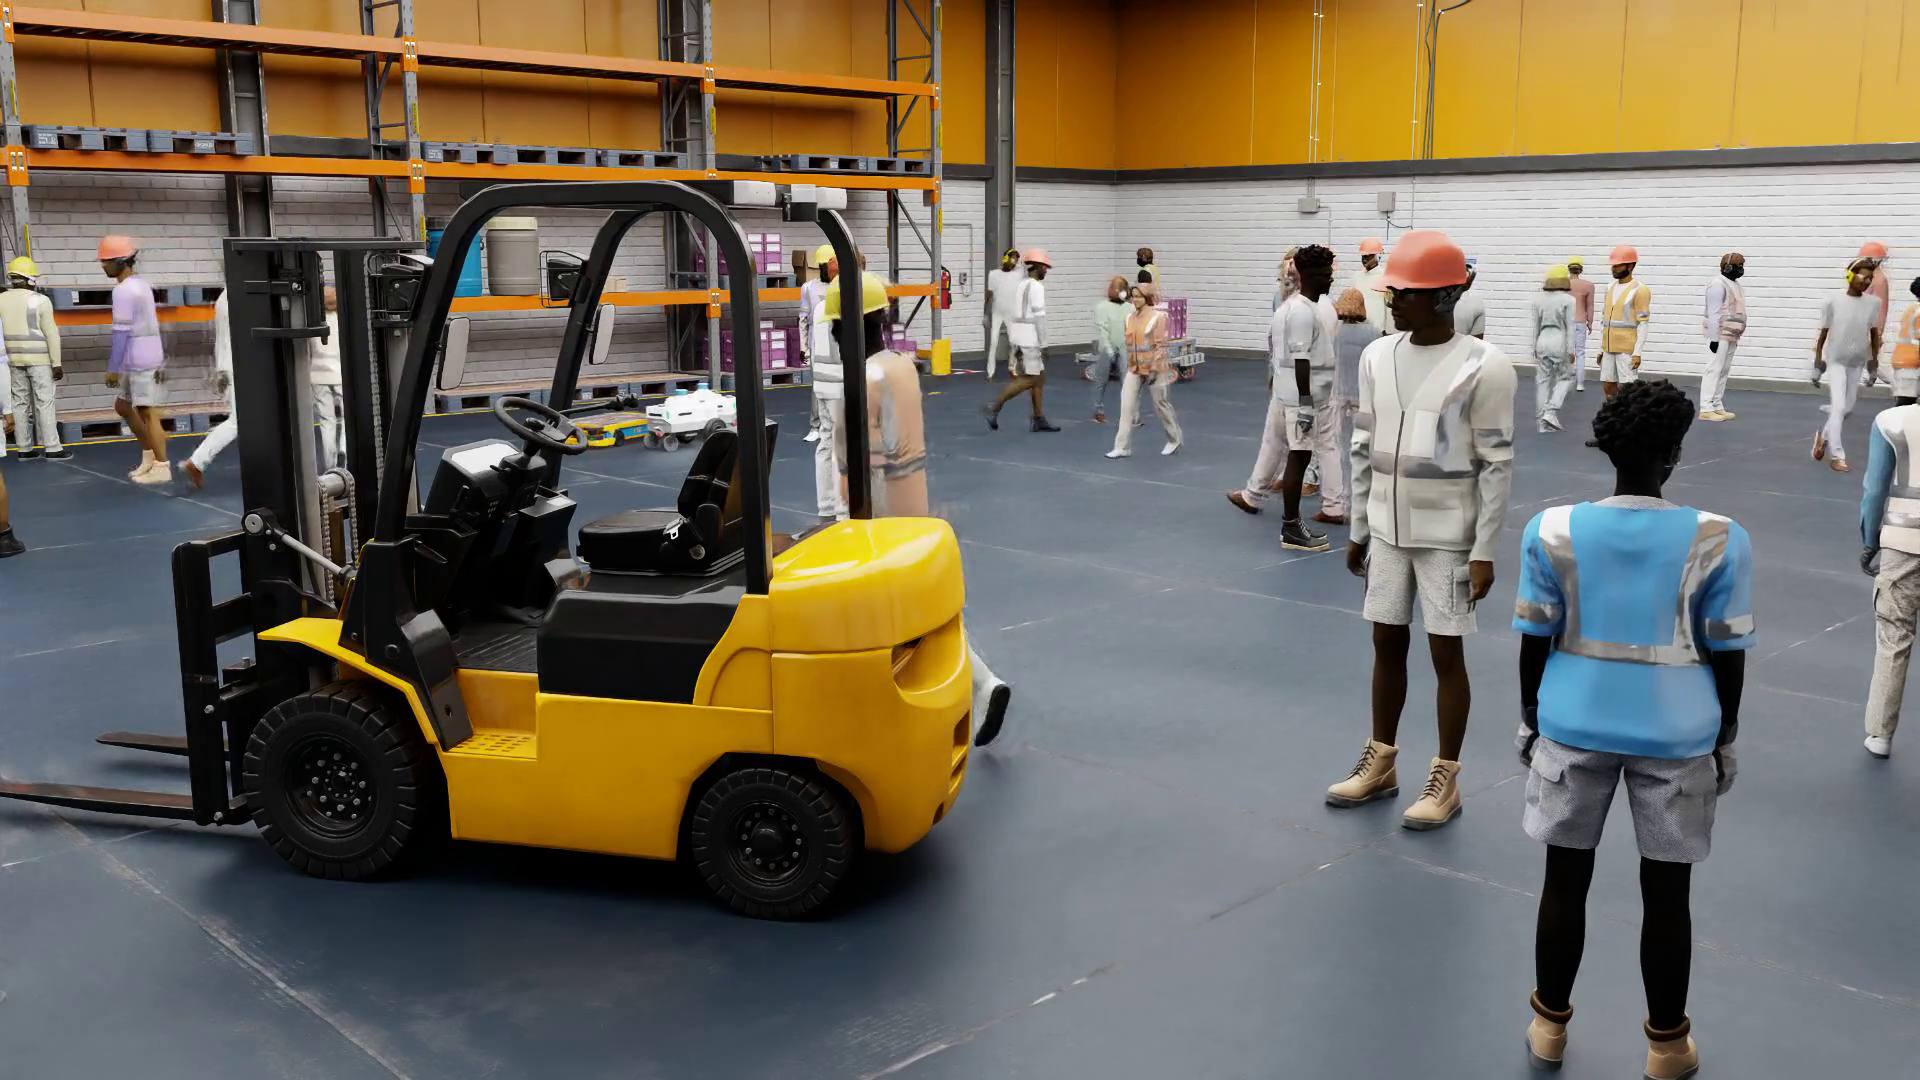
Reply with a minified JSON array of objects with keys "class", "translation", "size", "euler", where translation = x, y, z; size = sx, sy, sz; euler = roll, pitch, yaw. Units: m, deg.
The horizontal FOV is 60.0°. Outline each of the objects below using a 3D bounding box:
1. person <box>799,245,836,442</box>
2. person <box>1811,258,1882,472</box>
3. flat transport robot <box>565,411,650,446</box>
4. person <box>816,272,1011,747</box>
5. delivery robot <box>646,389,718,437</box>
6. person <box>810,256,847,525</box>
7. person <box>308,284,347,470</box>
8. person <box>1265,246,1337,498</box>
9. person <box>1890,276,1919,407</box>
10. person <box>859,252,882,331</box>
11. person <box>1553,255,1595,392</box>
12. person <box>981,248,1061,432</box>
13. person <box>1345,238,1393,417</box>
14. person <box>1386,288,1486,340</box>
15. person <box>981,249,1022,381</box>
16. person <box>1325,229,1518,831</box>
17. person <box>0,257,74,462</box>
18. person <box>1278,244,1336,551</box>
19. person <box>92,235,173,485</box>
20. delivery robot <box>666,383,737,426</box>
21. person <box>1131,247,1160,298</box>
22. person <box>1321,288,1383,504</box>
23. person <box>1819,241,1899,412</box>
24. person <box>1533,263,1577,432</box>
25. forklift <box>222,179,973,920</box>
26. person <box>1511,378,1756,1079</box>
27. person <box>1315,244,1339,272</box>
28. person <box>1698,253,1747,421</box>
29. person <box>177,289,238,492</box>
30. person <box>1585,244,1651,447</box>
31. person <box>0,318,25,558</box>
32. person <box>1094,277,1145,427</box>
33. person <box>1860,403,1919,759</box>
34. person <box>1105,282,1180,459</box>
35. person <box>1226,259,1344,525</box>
[{"class":"person","translation":[-1.297,-1.919,16.310],"size":[0.587,1.930,0.359],"euler":[2,11,11]},{"class":"person","translation":[7.716,-1.538,14.530],"size":[0.535,1.837,0.839],"euler":[1,10,5]},{"class":"flat transport robot","translation":[-3.432,-1.104,16.392],"size":[0.652,0.197,1.431],"euler":[5,11,23]},{"class":"person","translation":[-0.235,-0.093,6.443],"size":[0.838,1.893,0.600],"euler":[4,11,20]},{"class":"delivery robot","translation":[-2.647,-1.193,15.849],"size":[0.477,0.478,0.707],"euler":[8,13,36]},{"class":"person","translation":[-0.816,-0.985,11.343],"size":[0.357,1.883,0.573],"euler":[-6,12,-29]},{"class":"person","translation":[-5.176,-1.280,13.674],"size":[0.533,1.620,0.558],"euler":[-1,10,-8]},{"class":"person","translation":[2.625,-1.293,12.875],"size":[0.351,1.936,0.634],"euler":[-7,12,-33]},{"class":"person","translation":[8.581,-1.553,15.038],"size":[0.381,1.668,0.596],"euler":[3,11,14]},{"class":"person","translation":[-1.073,-2.261,18.430],"size":[0.391,1.837,0.563],"euler":[1,10,8]},{"class":"person","translation":[7.943,-2.806,21.603],"size":[0.533,1.765,0.329],"euler":[2,11,12]},{"class":"person","translation":[0.624,-2.019,16.966],"size":[0.809,1.895,0.589],"euler":[-2,11,-13]},{"class":"person","translation":[4.514,-2.329,18.377],"size":[0.398,1.990,0.623],"euler":[-8,13,-37]},{"class":"person","translation":[3.267,-1.117,11.638],"size":[0.687,2.000,0.538],"euler":[-1,10,-4]},{"class":"person","translation":[0.574,-3.144,23.274],"size":[0.598,1.834,0.453],"euler":[-1,10,-8]},{"class":"person","translation":[1.569,-0.027,5.692],"size":[0.394,2.040,0.609],"euler":[-8,13,-38]},{"class":"person","translation":[-8.306,-1.607,14.886],"size":[0.591,1.830,0.403],"euler":[1,10,6]},{"class":"person","translation":[2.243,-0.922,10.776],"size":[0.363,1.965,0.610],"euler":[2,11,11]},{"class":"person","translation":[-6.671,-1.431,13.398],"size":[0.533,2.020,0.602],"euler":[-3,11,-16]},{"class":"delivery robot","translation":[-2.546,-1.312,16.493],"size":[0.707,0.478,0.477],"euler":[0,10,-2]},{"class":"person","translation":[2.762,-3.435,24.824],"size":[0.429,1.839,0.633],"euler":[3,11,18]},{"class":"person","translation":[2.886,-1.050,12.379],"size":[0.498,1.634,0.280],"euler":[2,11,11]},{"class":"person","translation":[10.426,-2.416,18.945],"size":[0.919,1.961,0.612],"euler":[4,11,22]},{"class":"person","translation":[6.112,-1.963,17.072],"size":[0.352,1.728,0.512],"euler":[-8,13,-38]},{"class":"forklift","translation":[-1.114,-0.058,5.440],"size":[2.313,2.155,1.214],"euler":[2,11,13]},{"class":"person","translation":[1.580,0.466,3.955],"size":[0.531,1.692,0.320],"euler":[5,12,27]},{"class":"person","translation":[3.198,-1.681,14.992],"size":[0.356,1.939,0.543],"euler":[2,11,9]},{"class":"person","translation":[8.379,-2.221,18.237],"size":[0.430,1.836,0.628],"euler":[10,14,43]},{"class":"person","translation":[-5.759,-1.311,13.128],"size":[0.645,1.905,0.932],"euler":[10,14,44]},{"class":"person","translation":[6.217,-1.812,15.709],"size":[0.364,1.934,0.553],"euler":[-4,11,-20]},{"class":"person","translation":[-6.211,-0.833,10.391],"size":[0.542,1.929,0.374],"euler":[-3,11,-18]},{"class":"person","translation":[1.662,-2.003,17.714],"size":[0.494,1.581,0.852],"euler":[-4,11,-22]},{"class":"person","translation":[3.718,0.051,6.360],"size":[0.514,1.639,0.315],"euler":[7,13,34]},{"class":"person","translation":[1.717,-1.555,15.217],"size":[0.838,1.600,0.510],"euler":[-10,14,-44]},{"class":"person","translation":[2.366,-1.057,11.830],"size":[0.659,1.849,1.003],"euler":[-7,13,-35]}]
